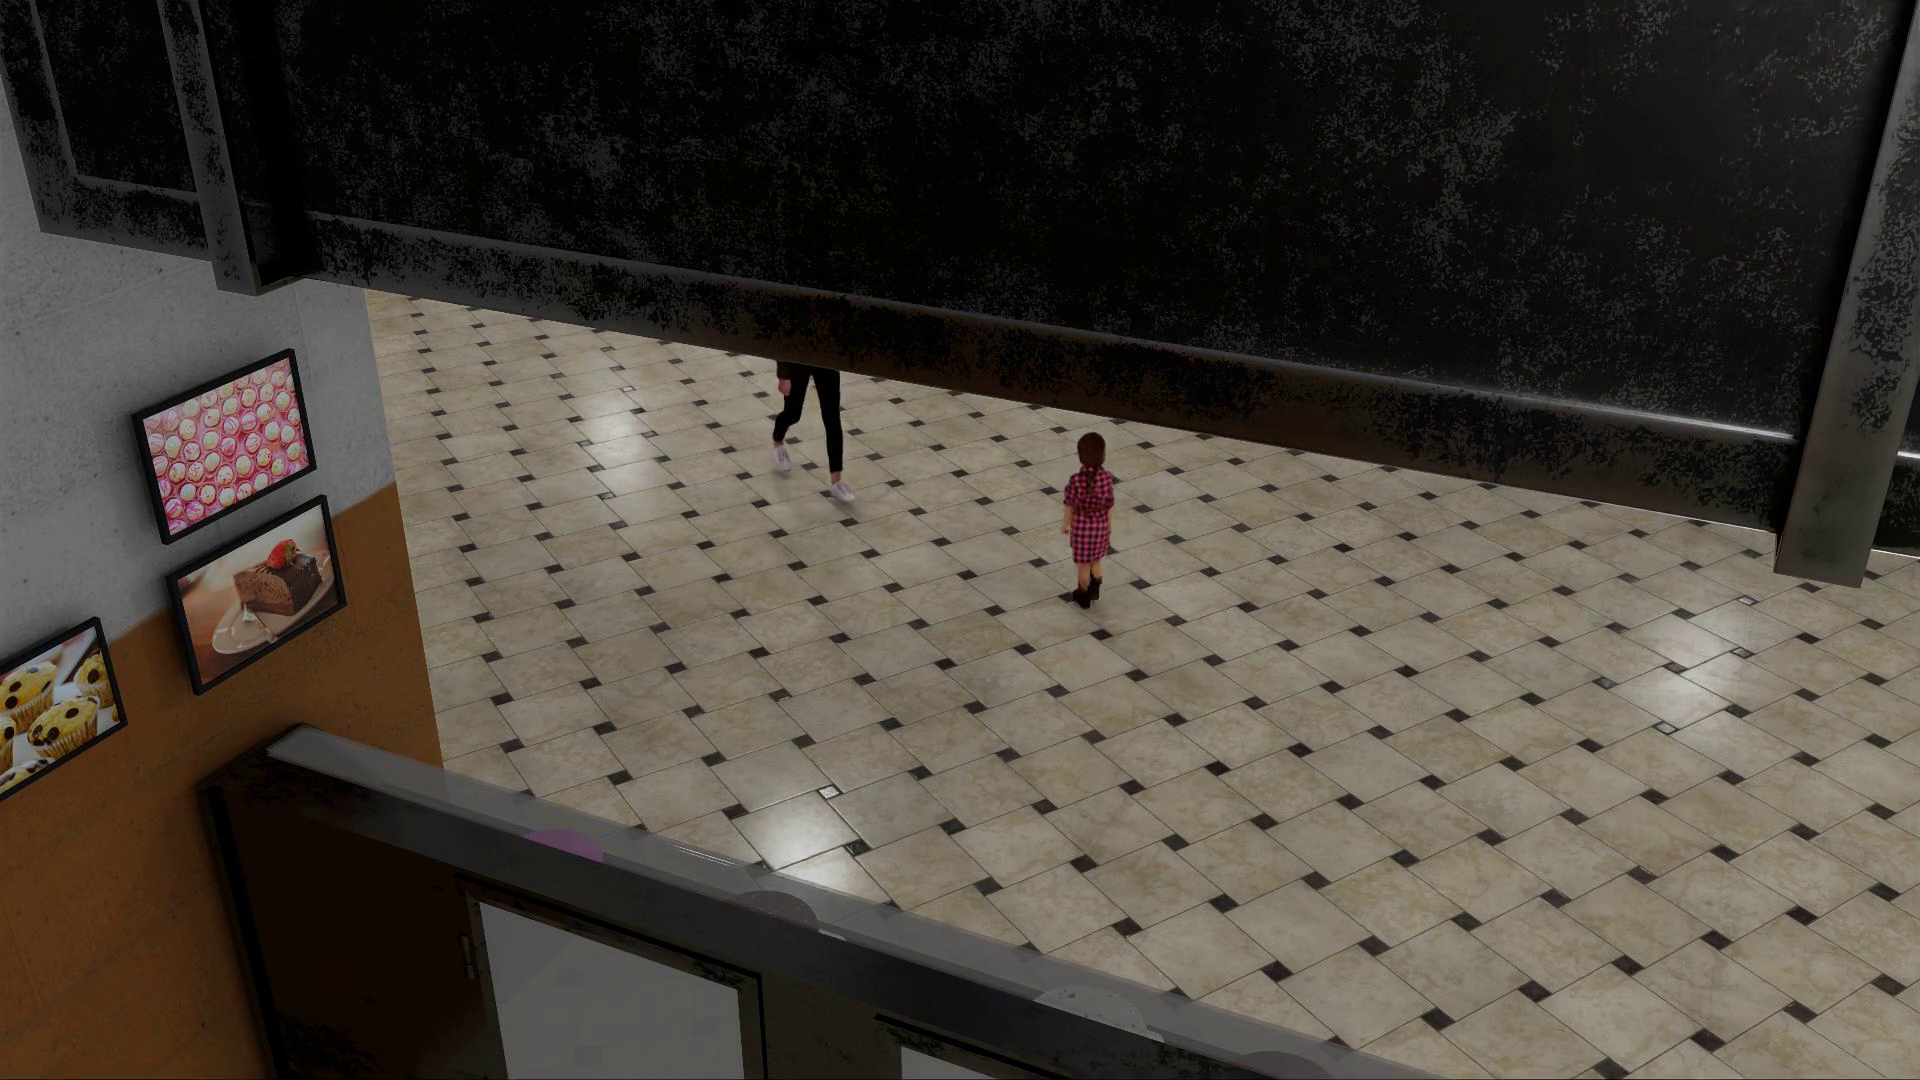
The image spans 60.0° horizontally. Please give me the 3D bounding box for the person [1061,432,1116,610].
[{"bbox_3d":[0.700,-0.079,8.949,0.491,1.018,0.550,-8,28,-16],"label":"person"}]
